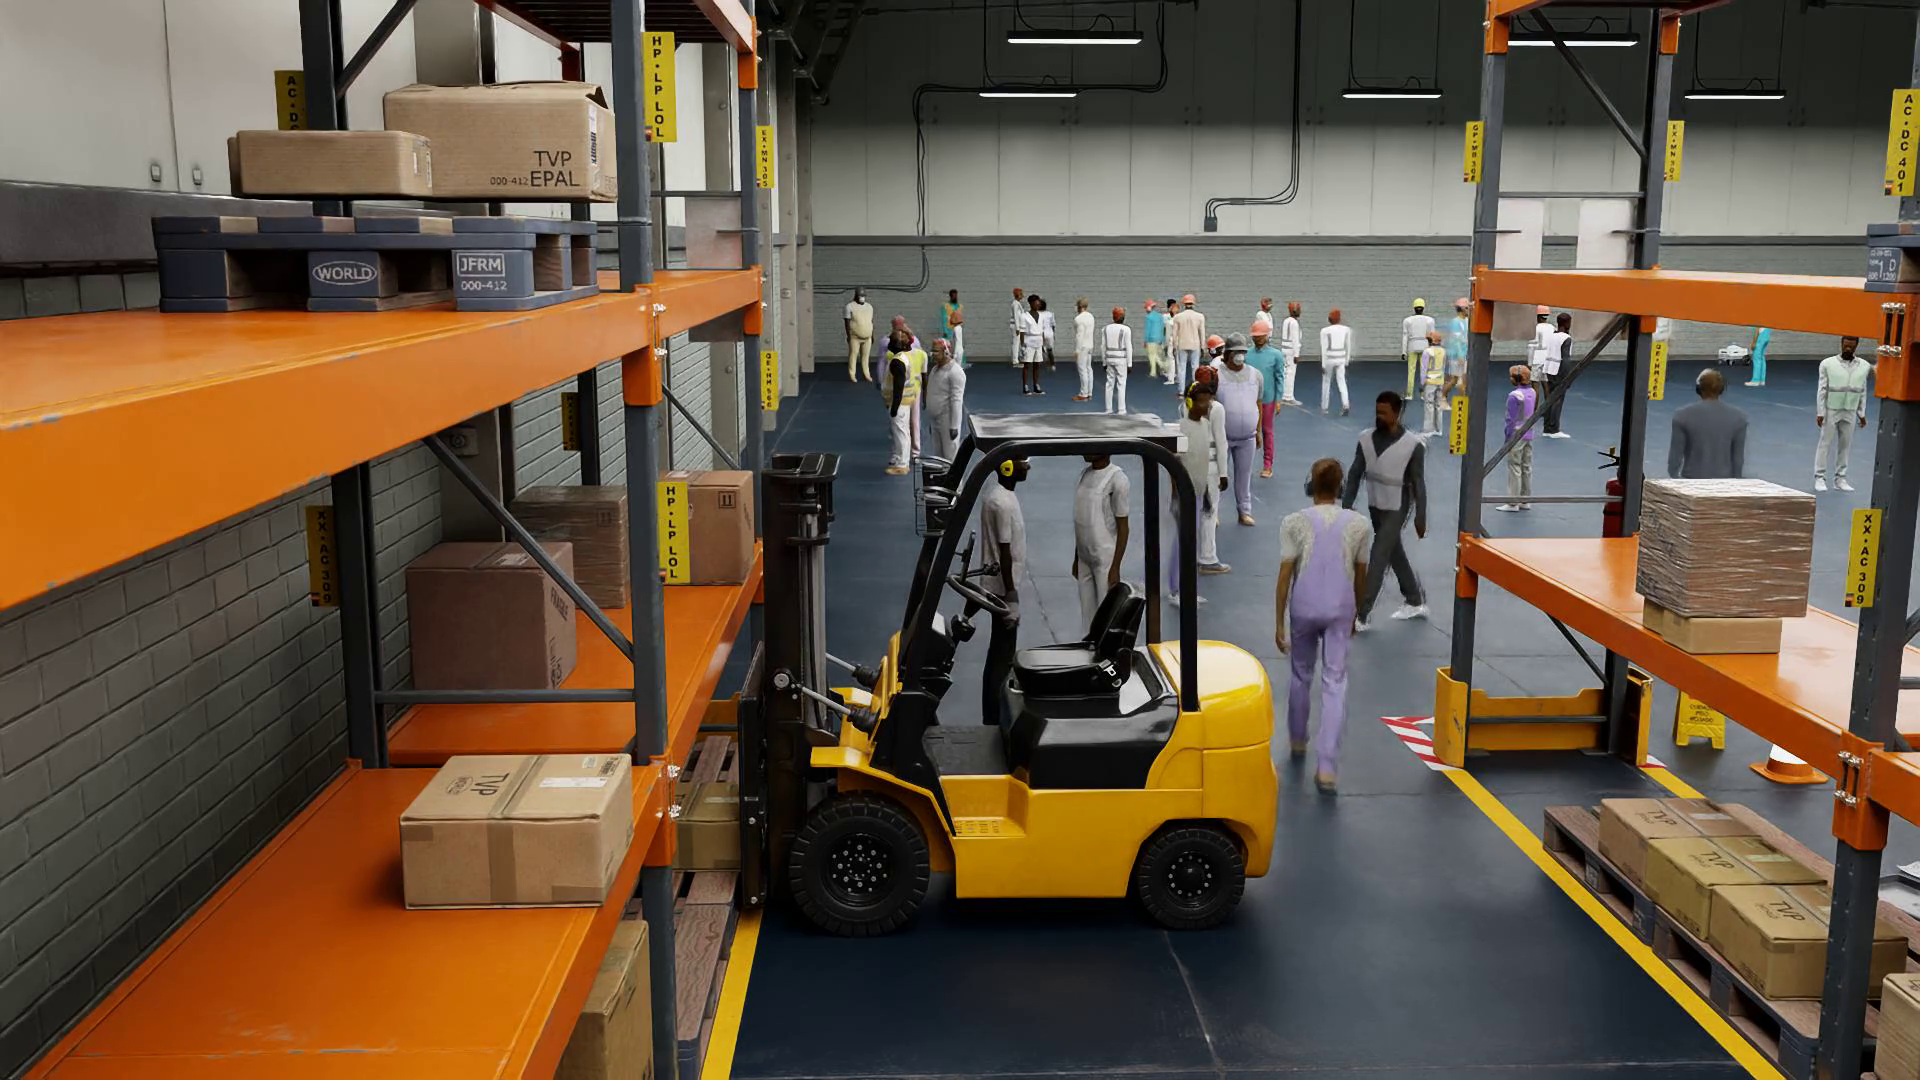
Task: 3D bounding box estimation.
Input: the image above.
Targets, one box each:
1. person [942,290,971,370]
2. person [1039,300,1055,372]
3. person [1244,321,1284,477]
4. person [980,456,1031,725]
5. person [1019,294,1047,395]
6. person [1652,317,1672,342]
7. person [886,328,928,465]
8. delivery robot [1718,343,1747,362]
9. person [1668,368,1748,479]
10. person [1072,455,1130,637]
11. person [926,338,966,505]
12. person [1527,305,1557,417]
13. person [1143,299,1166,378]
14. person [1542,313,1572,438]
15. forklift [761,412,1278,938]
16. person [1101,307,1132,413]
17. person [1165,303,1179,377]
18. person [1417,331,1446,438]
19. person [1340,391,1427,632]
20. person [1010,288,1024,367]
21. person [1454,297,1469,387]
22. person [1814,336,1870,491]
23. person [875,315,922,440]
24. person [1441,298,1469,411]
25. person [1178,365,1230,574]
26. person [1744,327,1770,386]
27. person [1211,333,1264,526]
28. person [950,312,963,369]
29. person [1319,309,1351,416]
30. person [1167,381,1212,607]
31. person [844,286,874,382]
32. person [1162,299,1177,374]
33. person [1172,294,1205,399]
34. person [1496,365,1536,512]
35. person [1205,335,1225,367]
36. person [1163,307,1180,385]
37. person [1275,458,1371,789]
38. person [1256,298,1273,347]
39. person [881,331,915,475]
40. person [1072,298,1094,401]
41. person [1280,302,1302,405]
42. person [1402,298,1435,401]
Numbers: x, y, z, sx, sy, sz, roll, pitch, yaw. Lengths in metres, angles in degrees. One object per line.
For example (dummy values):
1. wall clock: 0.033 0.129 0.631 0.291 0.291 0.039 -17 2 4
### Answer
1. person: -0.148 -4.899 38.850 0.627 1.860 1.027 -7 13 -36
2. person: 1.945 -4.676 38.175 0.568 1.664 0.445 -3 11 -17
3. person: 3.804 -1.795 21.187 0.625 1.991 0.393 6 12 31
4. person: 0.283 0.310 9.812 0.321 1.871 0.532 -1 10 -7
5. person: 1.430 -3.814 32.512 0.612 1.965 0.361 -7 12 -34
6. person: 15.043 -4.404 35.903 0.632 1.924 0.552 -1 10 -6
7. person: -0.717 -1.933 22.378 0.569 1.840 0.374 1 10 7
8. delivery robot: 18.597 -4.500 40.008 0.707 0.478 0.477 -6 12 -30
9. person: 6.376 -0.499 14.197 0.626 1.924 0.558 1 10 6
10. person: 0.896 0.138 10.837 0.346 1.846 0.505 -6 12 -30
11. person: -0.191 -1.339 18.921 0.397 1.900 0.649 -5 11 -27
12. person: 9.889 -3.048 28.372 0.539 1.930 0.386 -5 11 -26
13. person: 4.214 -4.398 36.441 0.467 1.730 0.566 6 12 28
14. person: 9.145 -2.519 25.463 0.397 1.911 0.587 -2 10 -9
15. forklift: 0.291 0.548 7.580 2.313 2.155 1.214 0 10 -2
16. person: 2.663 -2.992 28.162 0.585 1.882 0.340 8 13 39
17. person: 4.713 -4.429 36.898 0.280 1.627 0.499 2 10 13
18. person: 7.241 -2.382 25.482 0.522 1.632 0.314 -8 13 -38
19. person: 3.322 -0.237 12.906 1.042 1.865 0.600 -6 12 -31
20. person: 1.371 -5.058 39.679 0.356 1.883 0.574 0 10 1
21. person: 10.357 -4.075 34.304 0.346 1.847 0.505 5 11 24
22. person: 10.577 -1.537 19.979 0.587 1.915 0.394 0 10 1
23. person: -0.919 -2.433 25.049 0.689 1.886 0.416 -3 11 -16
24. person: 8.742 -3.234 29.198 0.714 2.000 0.695 8 13 36
25. person: 2.210 -0.634 15.034 0.355 1.882 0.576 -7 12 -34
26. person: 16.606 -4.107 34.531 0.516 1.835 0.357 -9 14 -41
27. person: 2.882 -1.153 17.482 0.683 2.000 0.537 -1 10 -8
28. person: -0.076 -3.598 32.233 0.278 1.634 0.497 1 10 3
29. person: 6.493 -3.065 28.703 0.573 1.852 0.941 -2 10 -10
30. person: 1.899 -0.379 13.677 0.332 1.868 0.534 8 13 39
31. person: -2.108 -4.391 35.520 0.676 2.000 0.536 -6 12 -31
32. person: 4.787 -4.602 37.654 0.535 1.699 0.318 -7 12 -34
33. person: 4.358 -3.685 31.719 0.622 1.992 0.396 1 10 3
34. person: 6.202 -1.121 18.456 0.516 1.632 0.311 -9 14 -42
35. person: 3.406 -1.855 22.209 0.342 1.744 0.573 4 11 22
36. person: 4.481 -4.064 34.824 0.515 1.638 0.307 -9 14 -41
37. person: 2.024 0.442 9.331 0.510 1.785 0.972 2 10 8
38. person: 6.213 -4.042 34.114 0.391 1.848 0.563 6 12 29
39. person: -0.799 -1.767 21.449 0.429 1.846 0.633 1 10 8
40. person: 2.313 -3.572 31.243 0.353 1.937 0.635 5 11 27
41. person: 6.085 -3.417 30.538 0.354 1.881 0.576 -1 10 -7
42. person: 8.616 -3.578 31.308 0.586 1.928 0.372 2 10 9
